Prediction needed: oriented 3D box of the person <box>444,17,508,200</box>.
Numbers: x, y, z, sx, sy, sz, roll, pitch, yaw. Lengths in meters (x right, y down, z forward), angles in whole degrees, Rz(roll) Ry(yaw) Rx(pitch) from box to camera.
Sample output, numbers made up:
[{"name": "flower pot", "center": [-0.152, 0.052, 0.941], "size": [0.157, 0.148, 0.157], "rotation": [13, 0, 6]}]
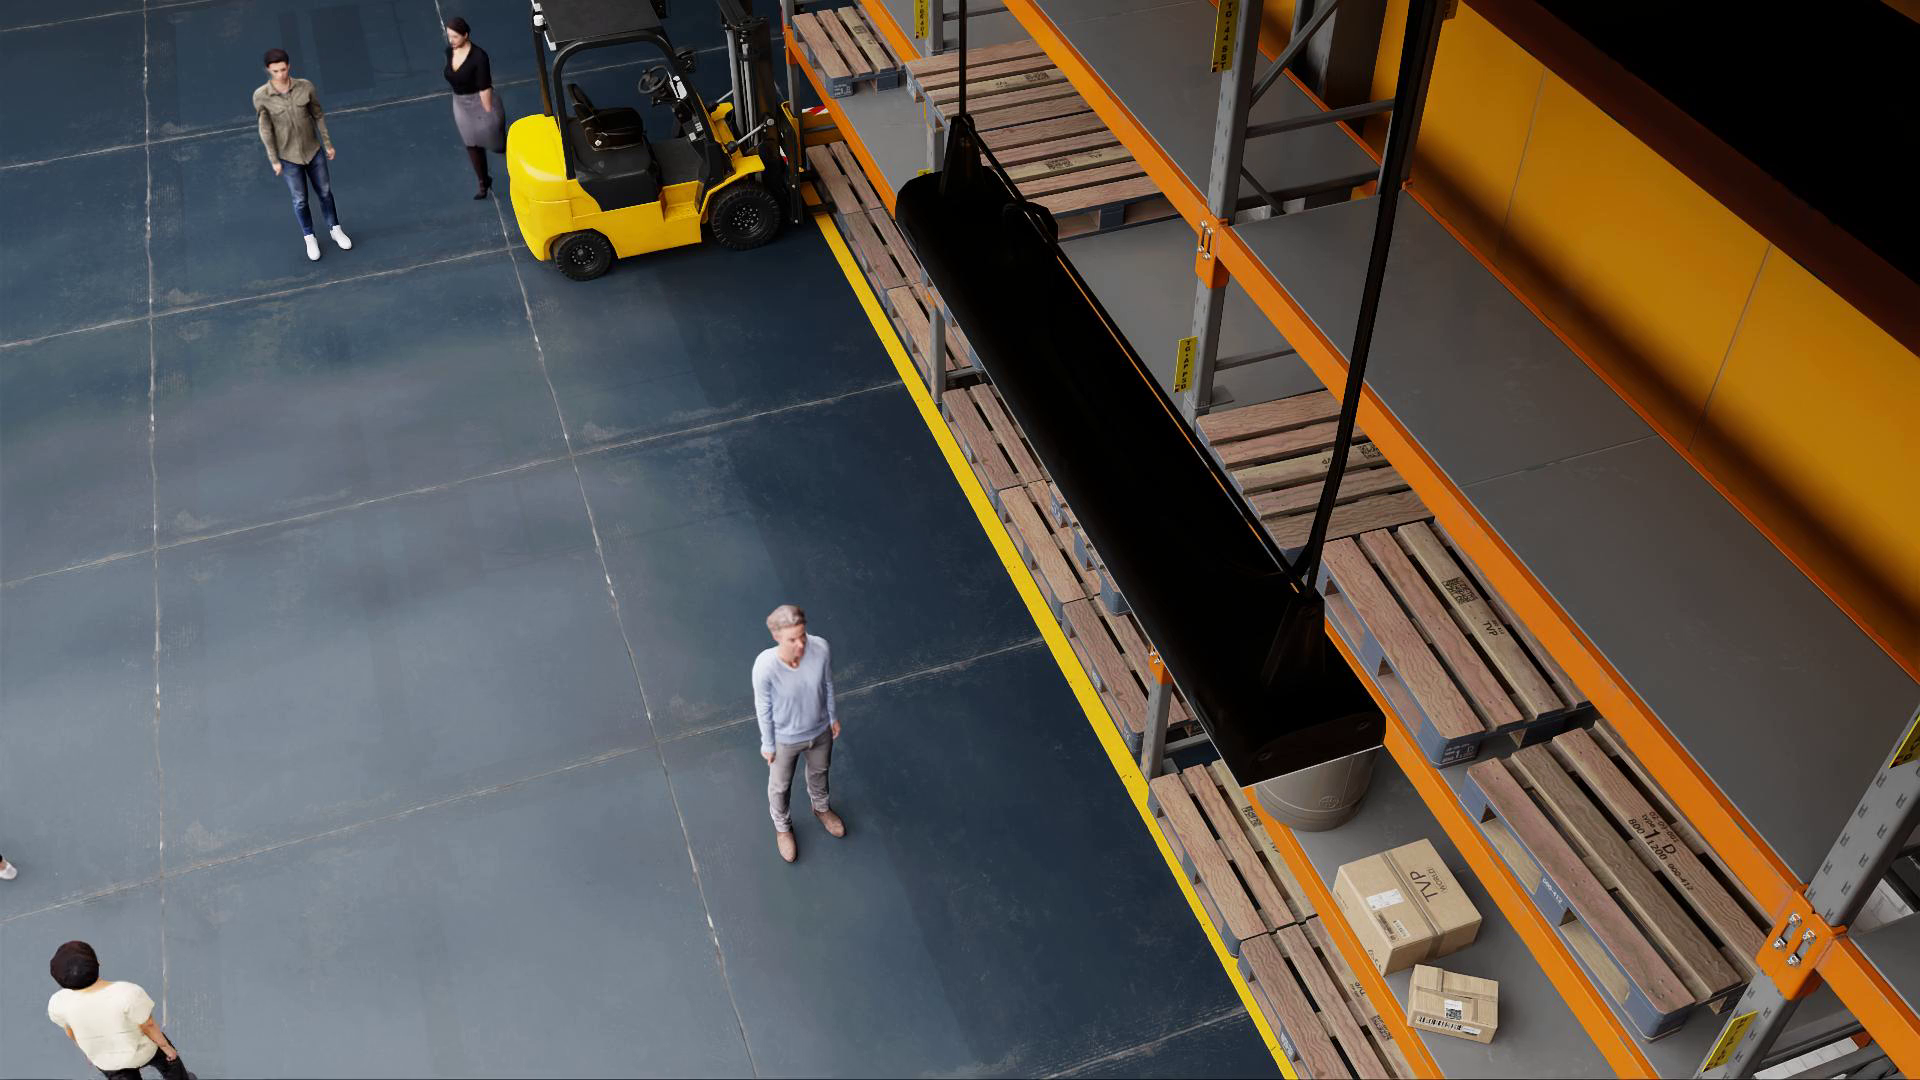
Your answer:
[{"name": "person", "center": [-4.212, -3.868, 14.820], "size": [0.986, 1.735, 1.020], "rotation": [24, 48, 23]}]

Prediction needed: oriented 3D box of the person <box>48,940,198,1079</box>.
[{"name": "person", "center": [-4.112, 2.577, 8.179], "size": [0.692, 1.563, 1.008], "rotation": [-8, 44, -8]}]

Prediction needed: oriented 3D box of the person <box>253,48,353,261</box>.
[{"name": "person", "center": [-5.611, -3.307, 14.134], "size": [0.755, 1.868, 0.674], "rotation": [-24, 49, -23]}]

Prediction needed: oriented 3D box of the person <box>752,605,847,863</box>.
[{"name": "person", "center": [-0.932, 1.074, 9.517], "size": [0.693, 1.895, 0.640], "rotation": [-22, 48, -22]}]
